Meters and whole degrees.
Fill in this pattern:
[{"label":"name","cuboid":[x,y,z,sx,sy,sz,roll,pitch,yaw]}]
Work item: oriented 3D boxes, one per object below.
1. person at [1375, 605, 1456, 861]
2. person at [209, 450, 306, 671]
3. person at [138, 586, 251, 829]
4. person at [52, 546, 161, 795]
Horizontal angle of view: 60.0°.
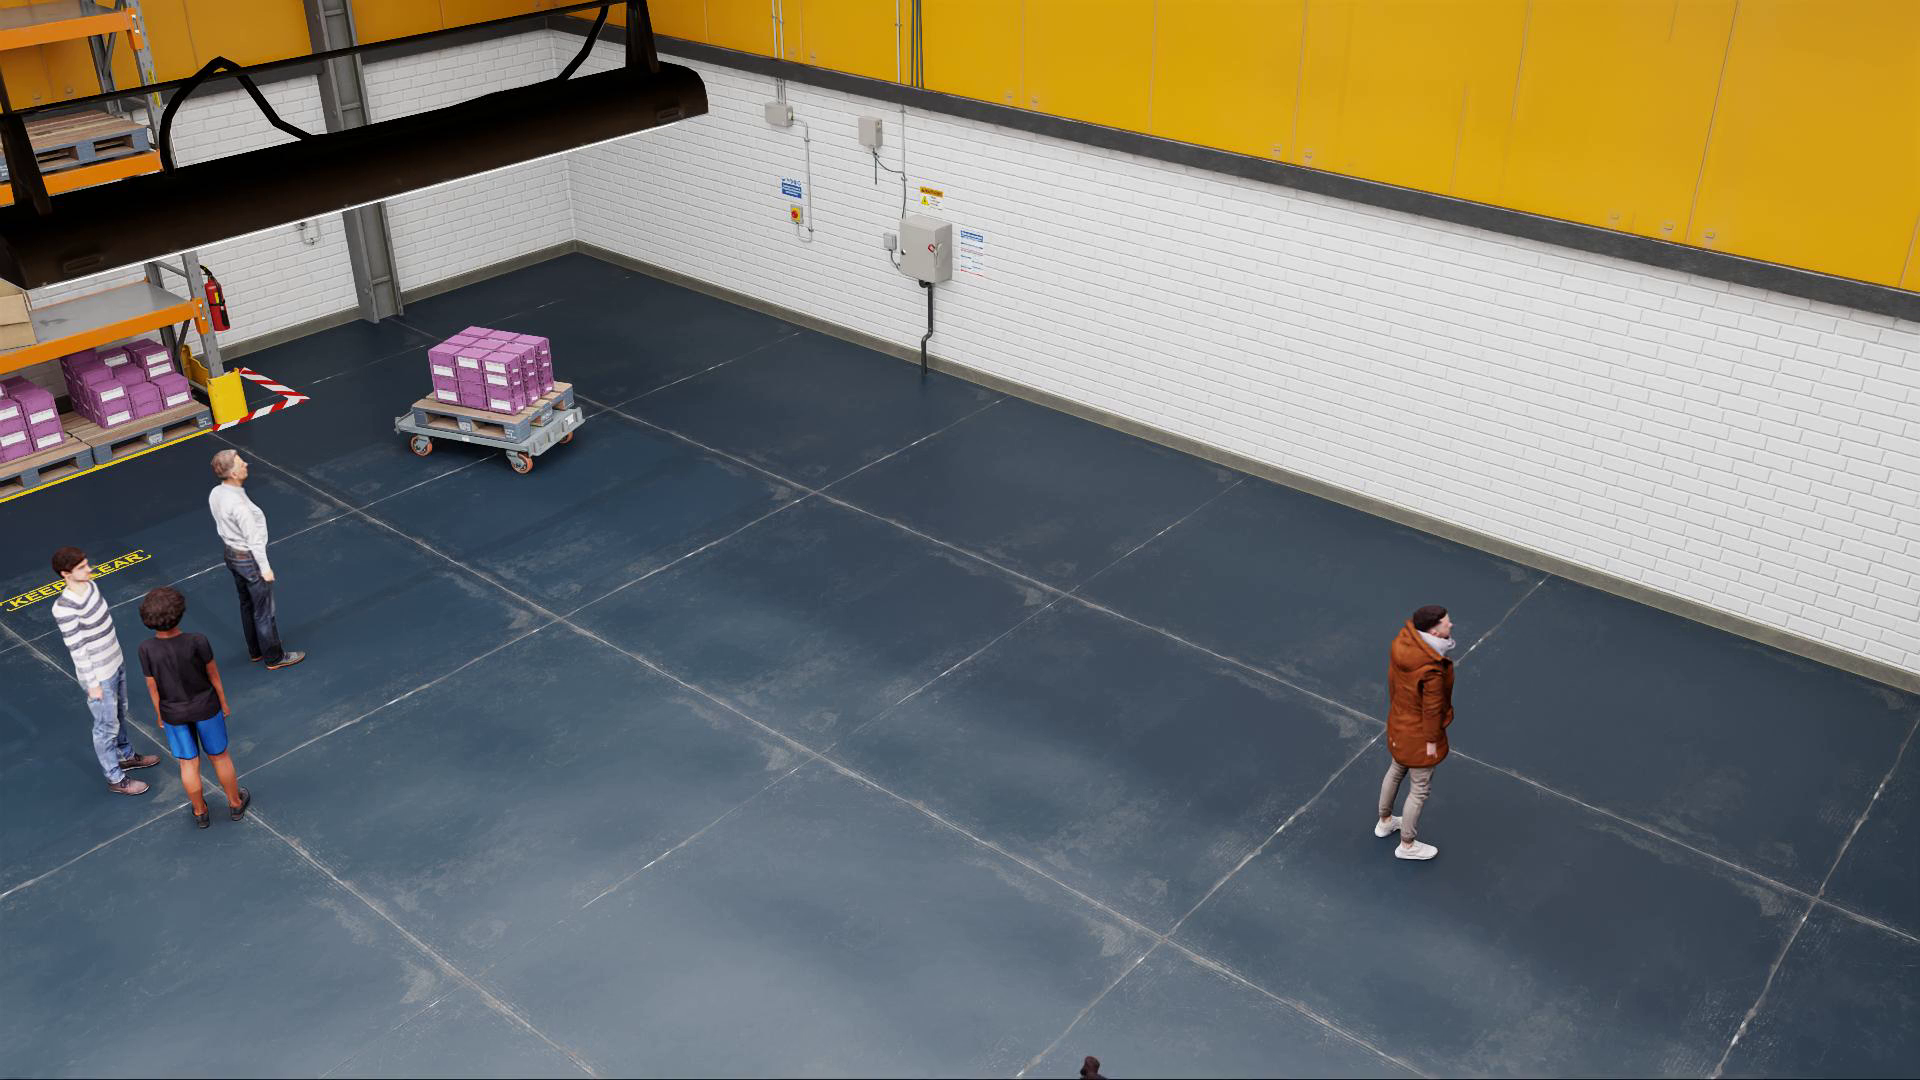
[{"label":"person","cuboid":[2.939,1.219,10.725,0.890,1.839,0.850,-7,29,-13]},{"label":"person","cuboid":[-5.449,0.139,12.724,0.637,1.820,0.548,23,36,35]},{"label":"person","cuboid":[-5.077,1.107,10.970,0.666,1.799,0.759,-11,30,-19]},{"label":"person","cuboid":[-5.887,0.866,11.354,0.761,1.855,0.714,-4,29,-7]}]
